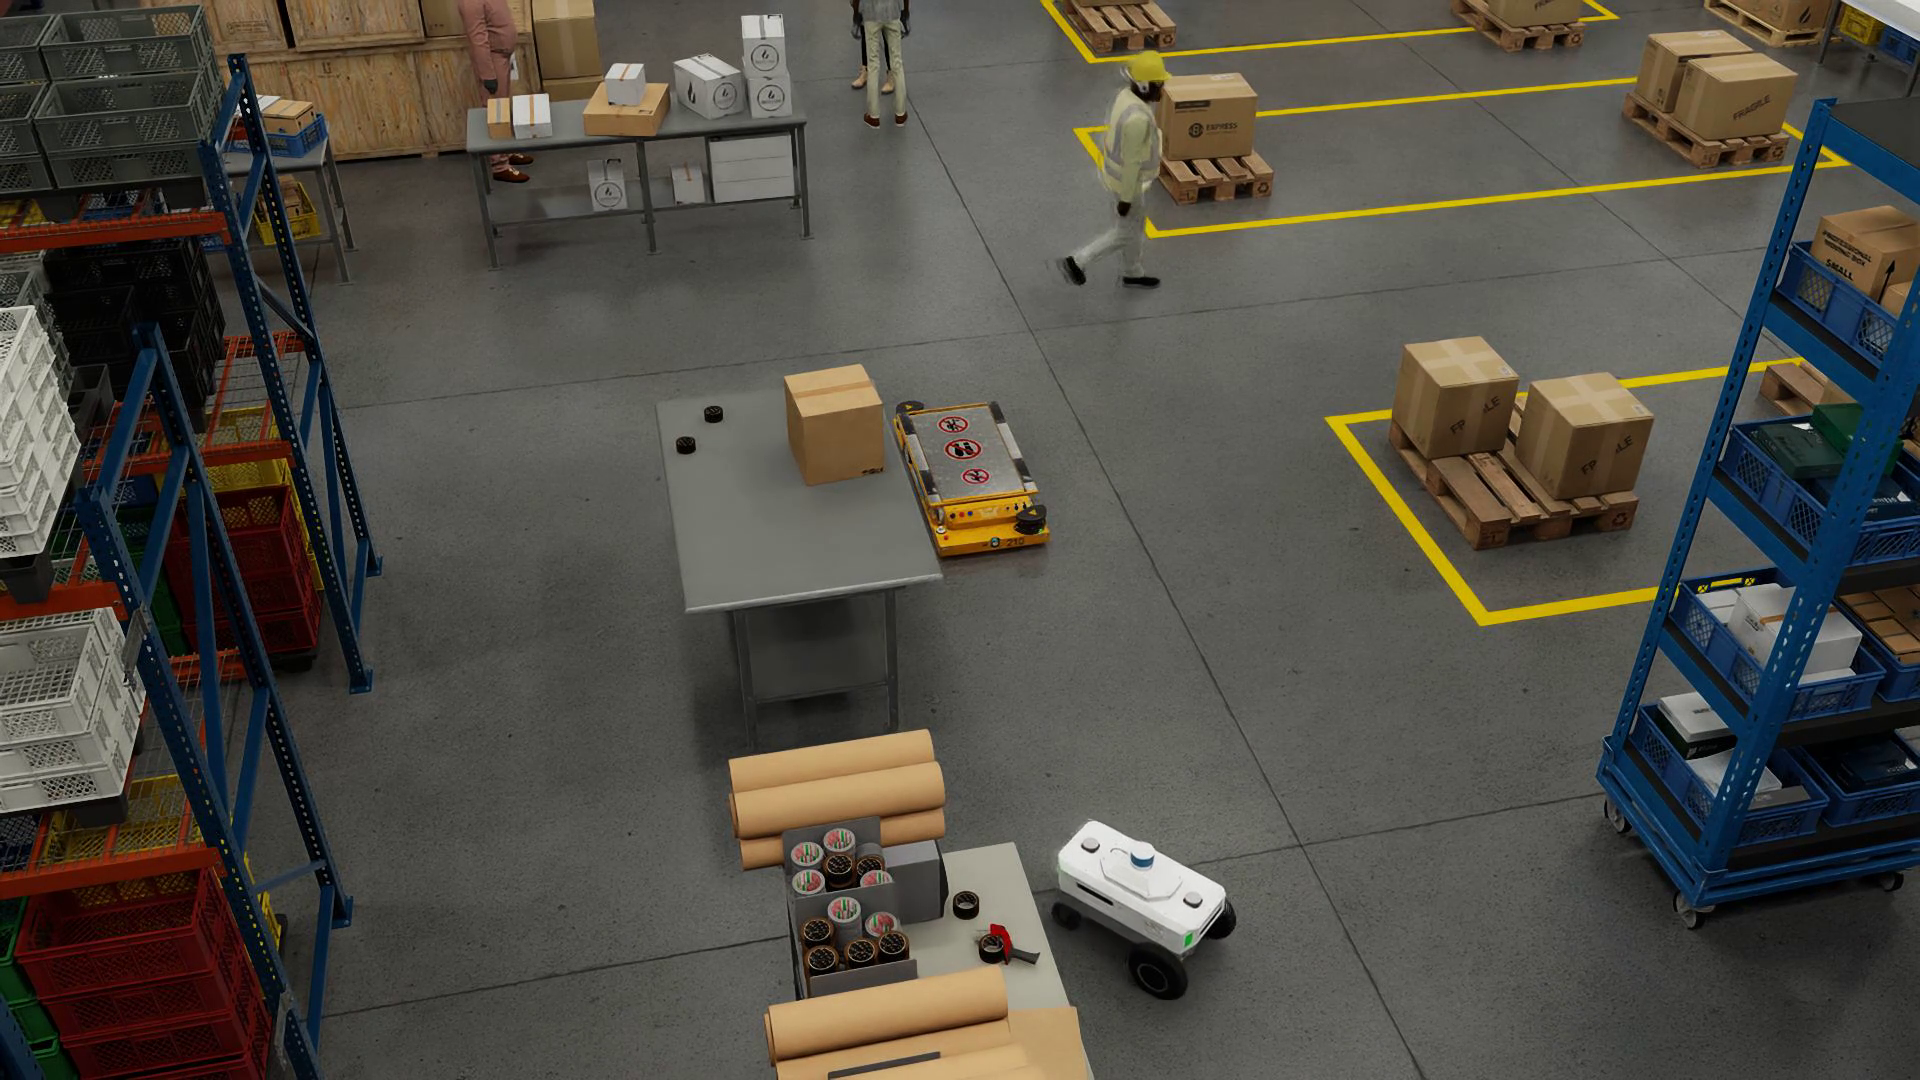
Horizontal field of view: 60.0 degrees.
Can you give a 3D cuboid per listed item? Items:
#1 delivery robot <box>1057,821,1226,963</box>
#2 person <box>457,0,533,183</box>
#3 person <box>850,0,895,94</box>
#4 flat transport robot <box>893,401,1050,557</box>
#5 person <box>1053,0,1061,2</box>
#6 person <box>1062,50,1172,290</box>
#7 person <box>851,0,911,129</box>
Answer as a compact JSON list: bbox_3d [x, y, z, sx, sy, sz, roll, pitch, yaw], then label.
[{"bbox_3d":[0.774,1.506,7.194,0.707,0.478,0.477,24,43,29],"label":"delivery robot"},{"bbox_3d":[-3.720,-3.844,13.337,0.402,1.906,0.652,-3,37,-4],"label":"person"},{"bbox_3d":[-0.759,-4.848,14.862,0.532,1.692,0.319,17,40,21],"label":"person"},{"bbox_3d":[0.046,-0.430,10.108,0.652,0.197,1.431,-8,37,-10],"label":"flat transport robot"},{"bbox_3d":[1.162,-6.440,16.827,0.582,1.910,0.391,0,37,0],"label":"person"},{"bbox_3d":[1.115,-2.552,11.679,0.655,1.812,0.599,0,37,-1],"label":"person"},{"bbox_3d":[-0.677,-4.440,14.167,0.521,1.874,0.328,-6,37,-8],"label":"person"}]
